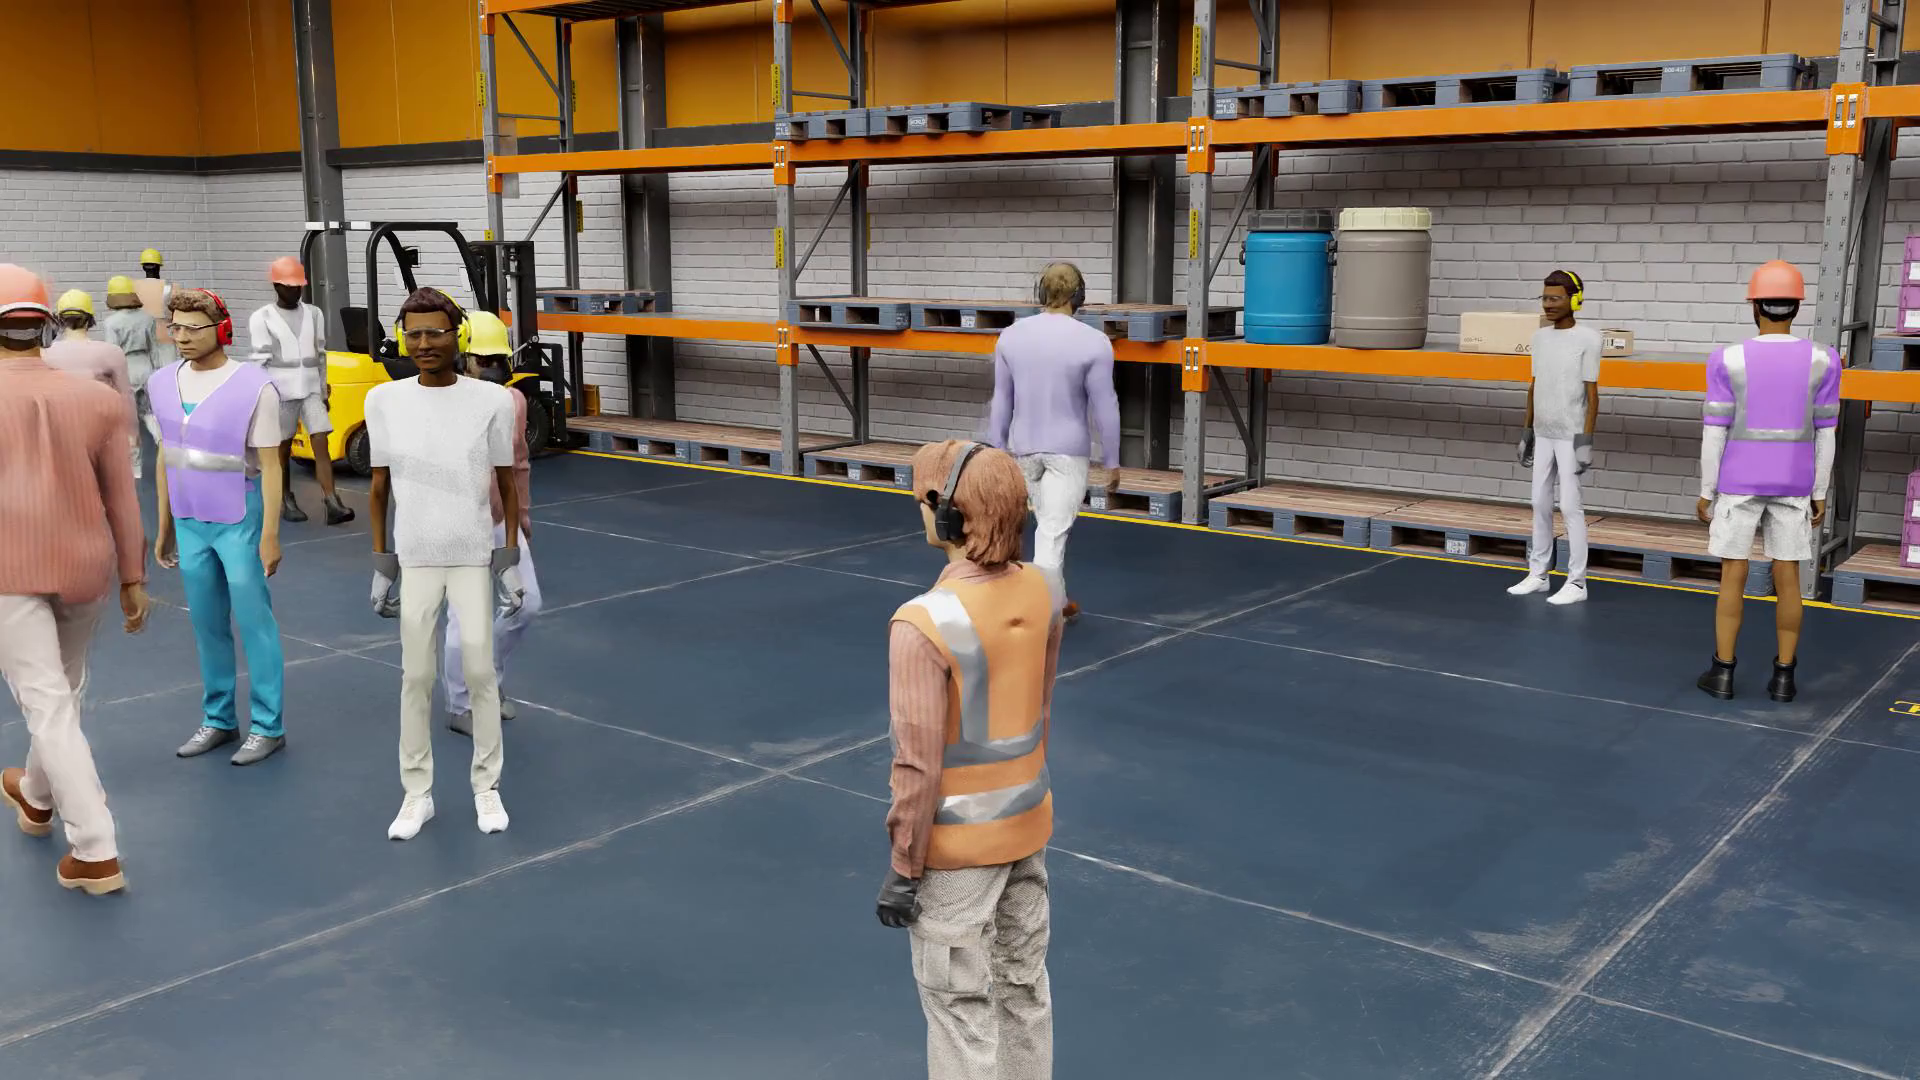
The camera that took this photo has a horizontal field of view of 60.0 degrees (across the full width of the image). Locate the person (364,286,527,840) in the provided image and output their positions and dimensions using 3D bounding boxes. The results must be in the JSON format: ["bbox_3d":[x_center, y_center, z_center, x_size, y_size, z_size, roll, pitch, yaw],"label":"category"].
[{"bbox_3d":[-1.739,0.085,5.645,0.514,1.867,0.332,-2,10,-10],"label":"person"}]

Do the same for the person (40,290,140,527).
[{"bbox_3d":[-5.414,-0.687,10.336,0.537,1.710,0.931,-3,11,-15],"label":"person"}]

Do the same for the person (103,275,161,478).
[{"bbox_3d":[-6.974,-1.374,14.105,0.506,1.727,0.500,6,12,29],"label":"person"}]

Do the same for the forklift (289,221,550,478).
[{"bbox_3d":[-4.922,-1.741,14.854,1.214,2.155,2.313,8,13,38],"label":"forklift"}]

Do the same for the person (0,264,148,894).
[{"bbox_3d":[-2.979,0.109,5.299,1.025,1.937,0.629,8,13,37],"label":"person"}]

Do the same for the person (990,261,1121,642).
[{"bbox_3d":[0.546,-0.435,8.387,0.662,1.910,0.844,7,12,34],"label":"person"}]

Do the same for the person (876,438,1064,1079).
[{"bbox_3d":[0.028,0.611,3.347,0.307,1.645,0.513,7,12,33],"label":"person"}]

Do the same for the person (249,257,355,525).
[{"bbox_3d":[-4.646,-1.028,11.712,0.919,1.893,0.579,10,14,43],"label":"person"}]

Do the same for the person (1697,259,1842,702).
[{"bbox_3d":[3.520,-0.249,7.297,0.542,1.939,0.356,3,11,14],"label":"person"}]

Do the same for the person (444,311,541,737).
[{"bbox_3d":[-1.924,-0.051,6.727,0.438,1.741,0.588,7,12,33],"label":"person"}]

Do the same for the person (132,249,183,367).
[{"bbox_3d":[-8.680,-2.173,17.988,0.595,1.923,0.374,-2,10,-13],"label":"person"}]

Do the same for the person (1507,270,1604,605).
[{"bbox_3d":[3.350,-0.572,9.317,0.318,1.860,0.509,-5,11,-26],"label":"person"}]

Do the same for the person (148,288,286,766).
[{"bbox_3d":[-2.868,-0.053,6.483,0.571,1.841,0.401,4,11,19],"label":"person"}]
